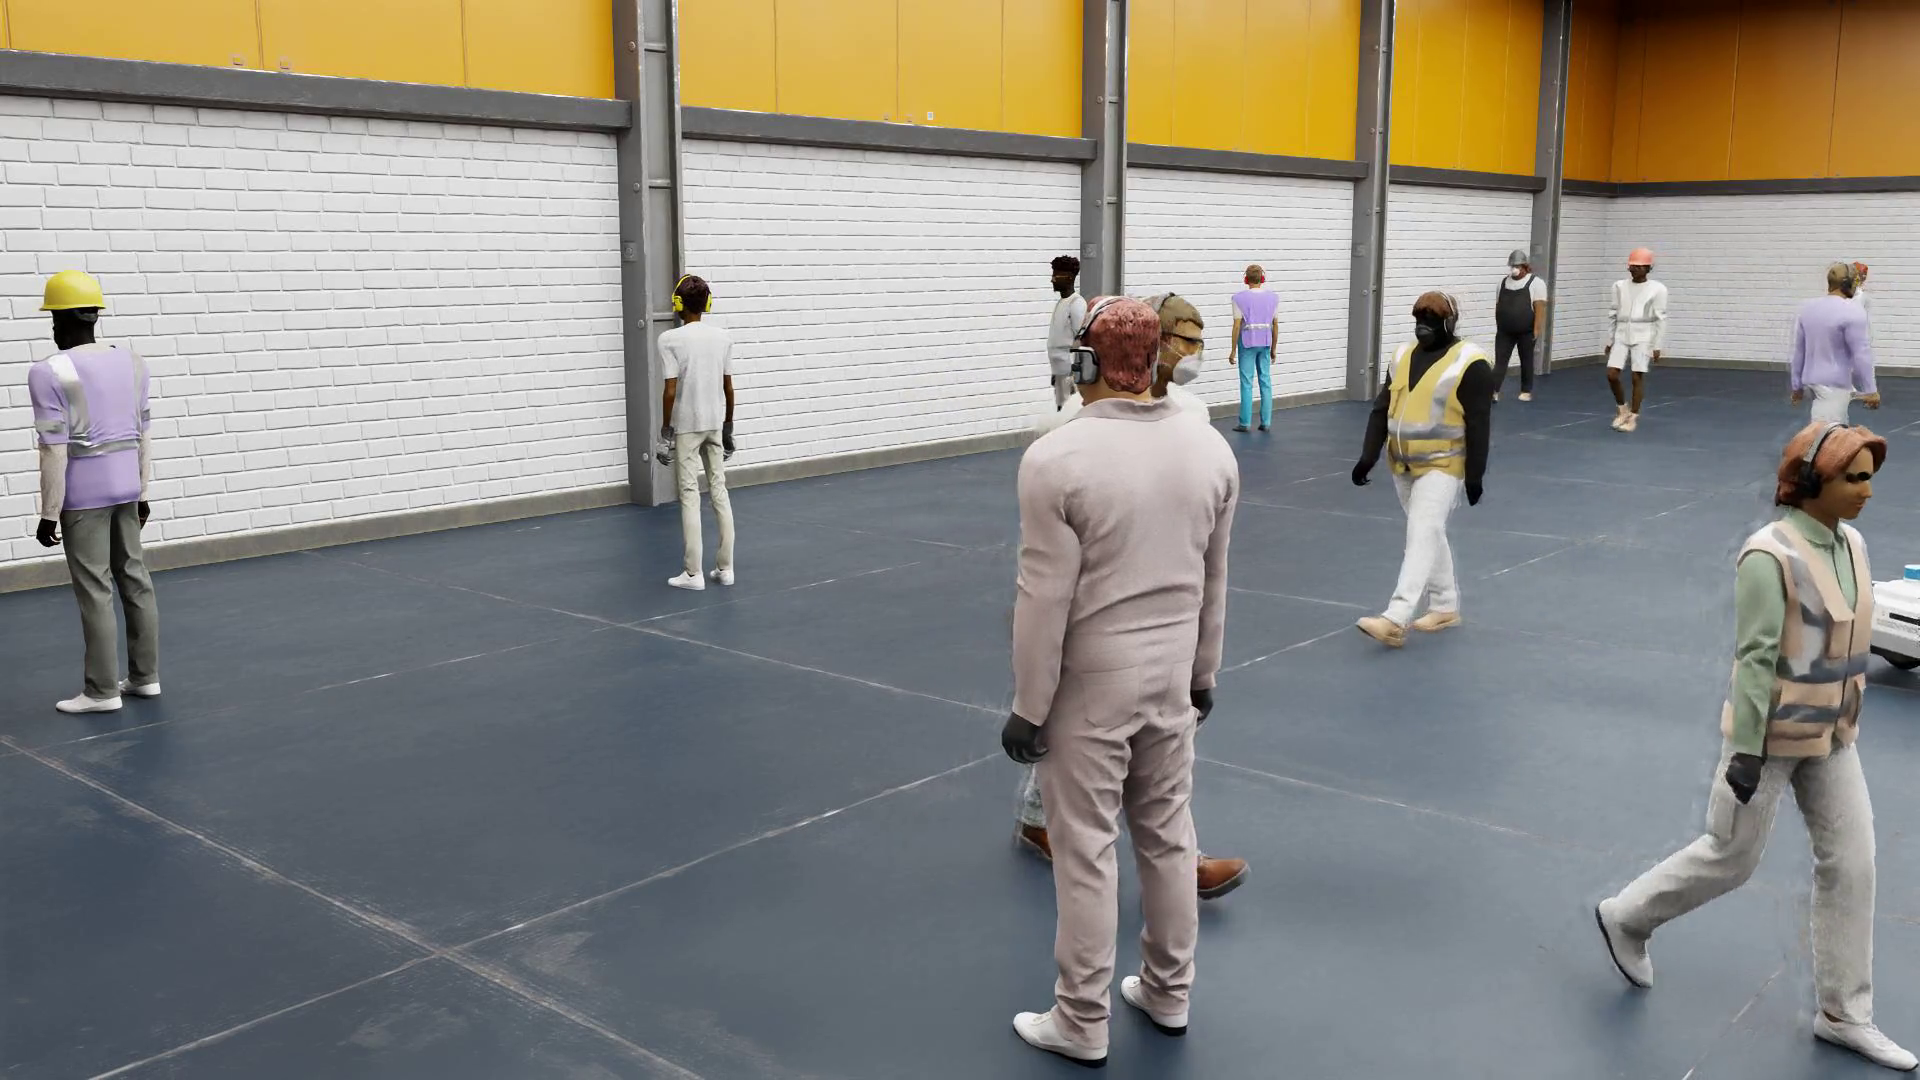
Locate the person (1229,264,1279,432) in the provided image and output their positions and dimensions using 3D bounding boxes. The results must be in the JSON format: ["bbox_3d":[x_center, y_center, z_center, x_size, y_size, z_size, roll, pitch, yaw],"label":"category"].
[{"bbox_3d":[3.237,-2.097,18.295,0.564,1.839,0.390,-3,10,-16],"label":"person"}]

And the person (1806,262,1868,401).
[{"bbox_3d":[11.604,-2.729,21.909,0.849,1.839,0.661,0,10,-1],"label":"person"}]

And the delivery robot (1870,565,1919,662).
[{"bbox_3d":[4.409,0.359,7.696,0.477,0.478,0.707,-3,10,-15],"label":"delivery robot"}]

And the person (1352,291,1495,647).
[{"bbox_3d":[2.339,-0.370,8.569,0.885,1.797,0.629,-5,11,-28],"label":"person"}]

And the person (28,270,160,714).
[{"bbox_3d":[-3.777,-0.202,7.254,0.363,1.928,0.587,3,10,17],"label":"person"}]

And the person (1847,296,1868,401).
[{"bbox_3d":[11.670,-2.630,21.734,0.549,1.697,0.693,-2,10,-9],"label":"person"}]

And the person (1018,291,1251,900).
[{"bbox_3d":[0.543,0.173,5.234,0.944,1.883,0.655,9,13,40],"label":"person"}]

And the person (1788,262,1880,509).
[{"bbox_3d":[6.808,-1.172,12.817,0.820,1.907,0.643,-1,10,-4],"label":"person"}]

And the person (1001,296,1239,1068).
[{"bbox_3d":[0.374,0.351,4.164,0.653,1.906,0.407,-7,12,-34],"label":"person"}]

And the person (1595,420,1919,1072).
[{"bbox_3d":[2.068,0.481,4.266,0.521,1.601,0.775,-6,12,-33],"label":"person"}]

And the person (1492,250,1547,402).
[{"bbox_3d":[7.292,-2.819,21.833,0.696,2.000,0.998,8,13,37],"label":"person"}]

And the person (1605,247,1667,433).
[{"bbox_3d":[7.374,-2.180,18.224,0.652,2.028,0.430,9,13,42],"label":"person"}]

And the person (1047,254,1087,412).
[{"bbox_3d":[0.936,-1.487,14.458,0.373,1.966,0.605,-2,10,-13],"label":"person"}]

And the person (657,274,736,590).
[{"bbox_3d":[-1.571,-0.637,9.896,0.516,1.871,0.325,-8,13,-38],"label":"person"}]
